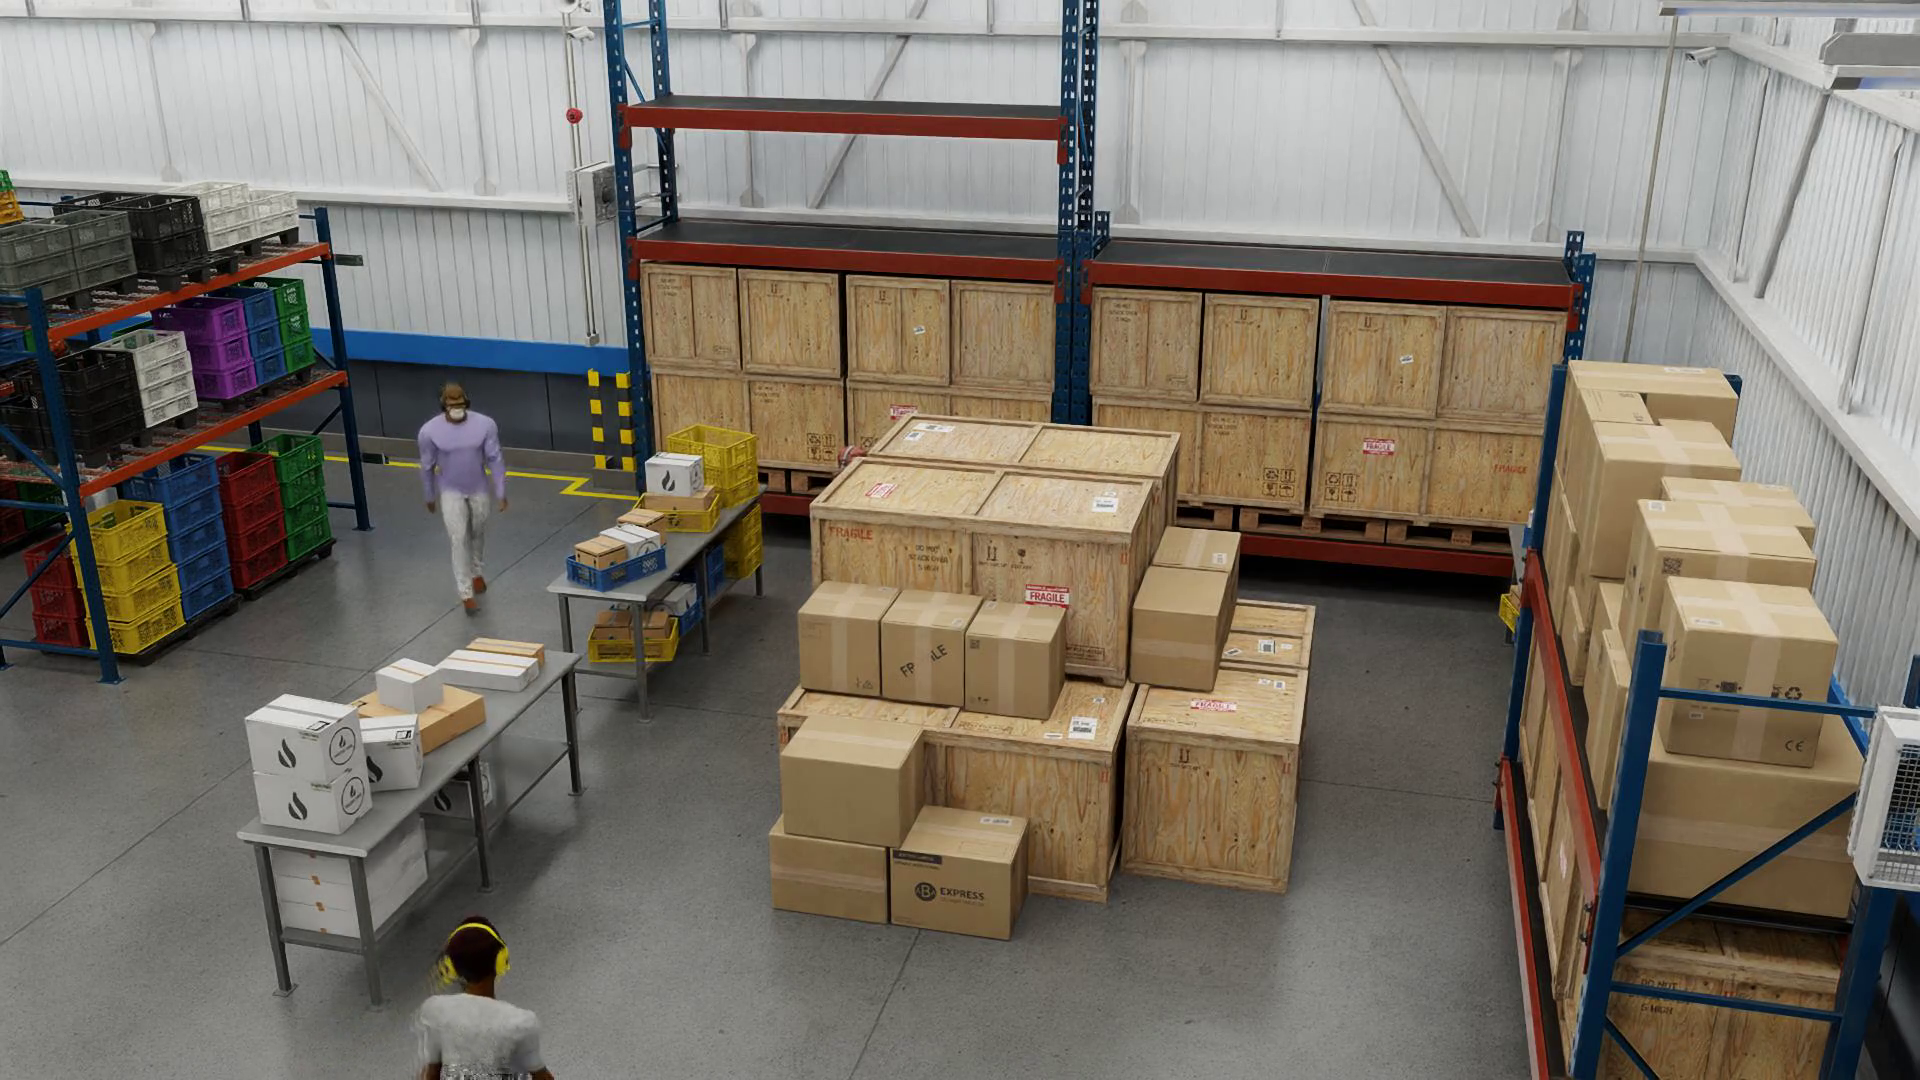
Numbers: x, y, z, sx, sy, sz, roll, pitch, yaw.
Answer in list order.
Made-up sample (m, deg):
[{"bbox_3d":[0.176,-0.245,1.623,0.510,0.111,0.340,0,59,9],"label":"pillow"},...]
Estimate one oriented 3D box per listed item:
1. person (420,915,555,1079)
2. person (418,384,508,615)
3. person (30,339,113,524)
[{"bbox_3d":[-1.835,2.367,6.630,0.568,1.846,0.467,7,22,18],"label":"person"},{"bbox_3d":[-4.058,-0.361,13.689,0.639,1.888,1.004,-11,23,-26],"label":"person"},{"bbox_3d":[-8.109,-0.940,15.225,0.574,1.885,0.355,-6,22,-14],"label":"person"}]
